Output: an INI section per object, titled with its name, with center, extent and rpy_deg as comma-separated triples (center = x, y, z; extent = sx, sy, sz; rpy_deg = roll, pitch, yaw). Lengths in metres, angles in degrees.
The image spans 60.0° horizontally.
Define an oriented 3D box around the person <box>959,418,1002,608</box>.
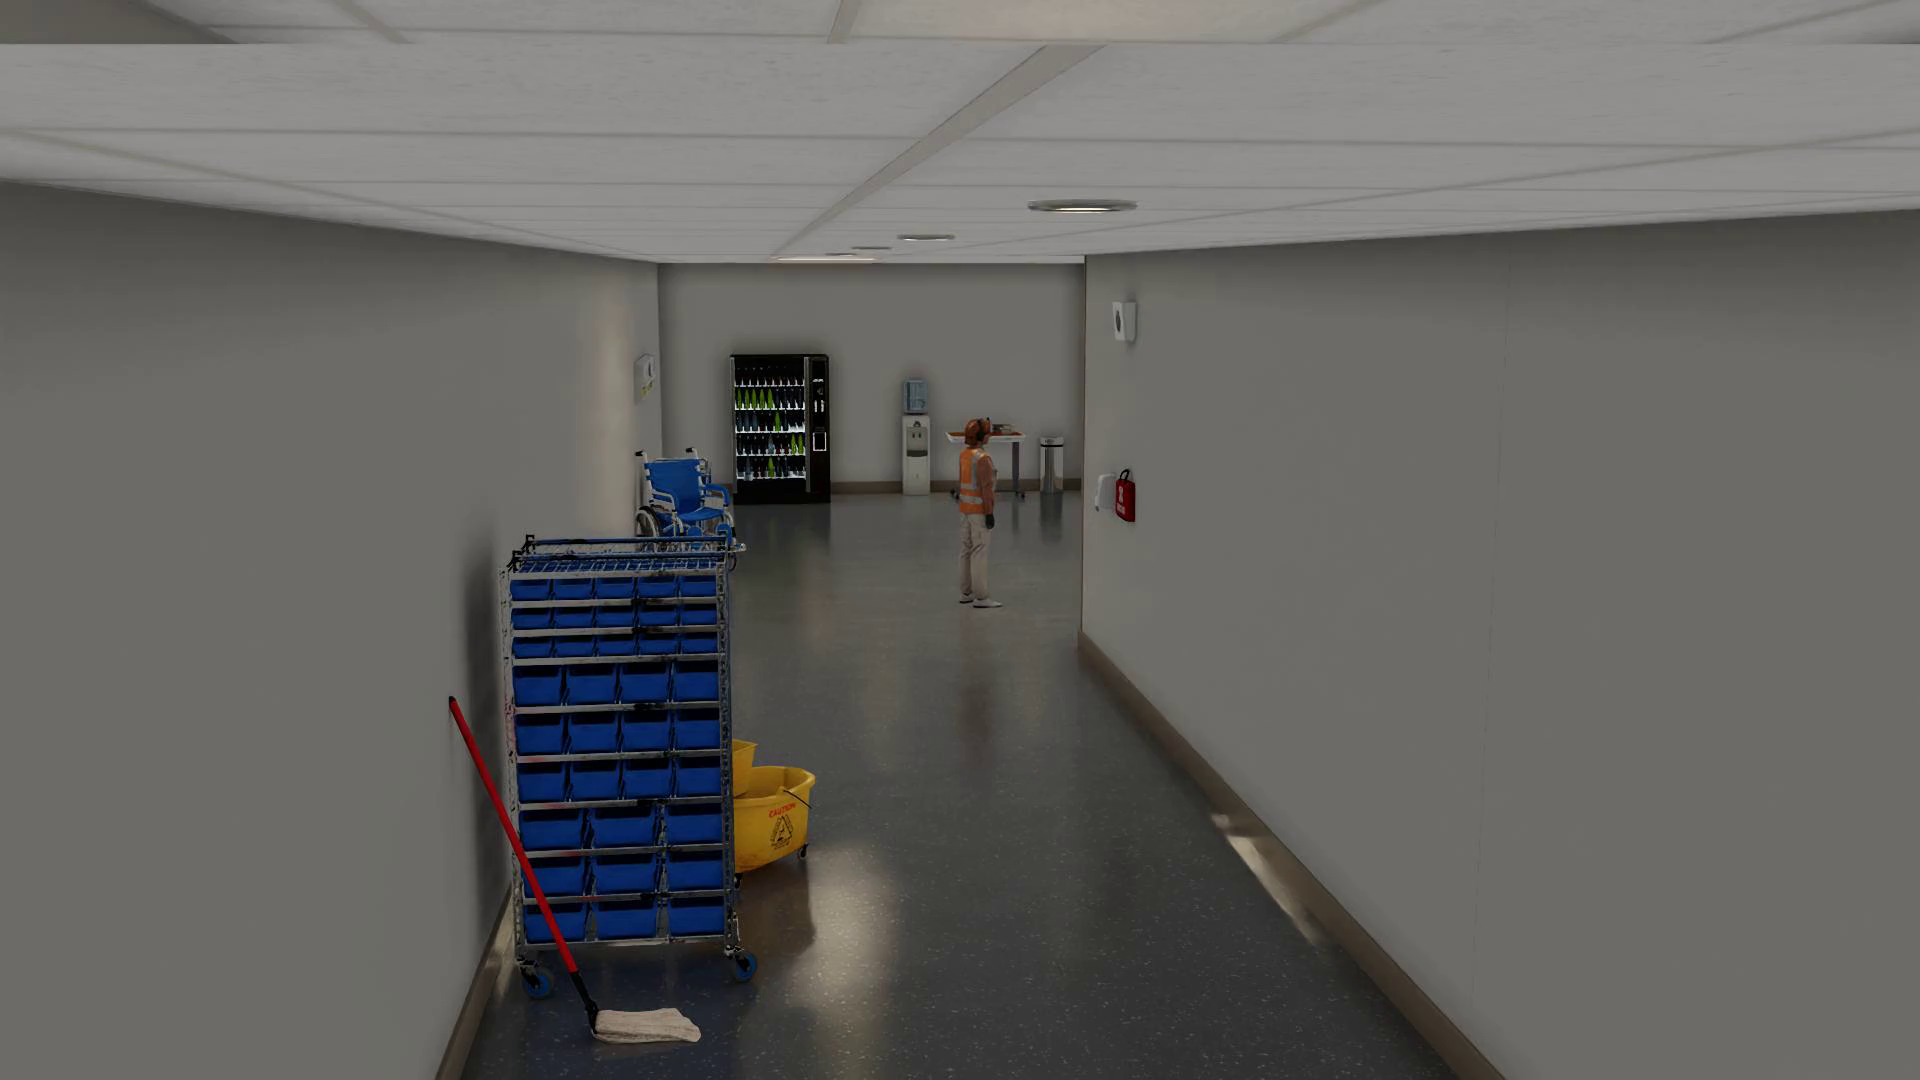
[person]
center = 0.148, -0.234, 14.428
extent = 0.309, 1.641, 0.513
rpy_deg = -5, 10, -26
